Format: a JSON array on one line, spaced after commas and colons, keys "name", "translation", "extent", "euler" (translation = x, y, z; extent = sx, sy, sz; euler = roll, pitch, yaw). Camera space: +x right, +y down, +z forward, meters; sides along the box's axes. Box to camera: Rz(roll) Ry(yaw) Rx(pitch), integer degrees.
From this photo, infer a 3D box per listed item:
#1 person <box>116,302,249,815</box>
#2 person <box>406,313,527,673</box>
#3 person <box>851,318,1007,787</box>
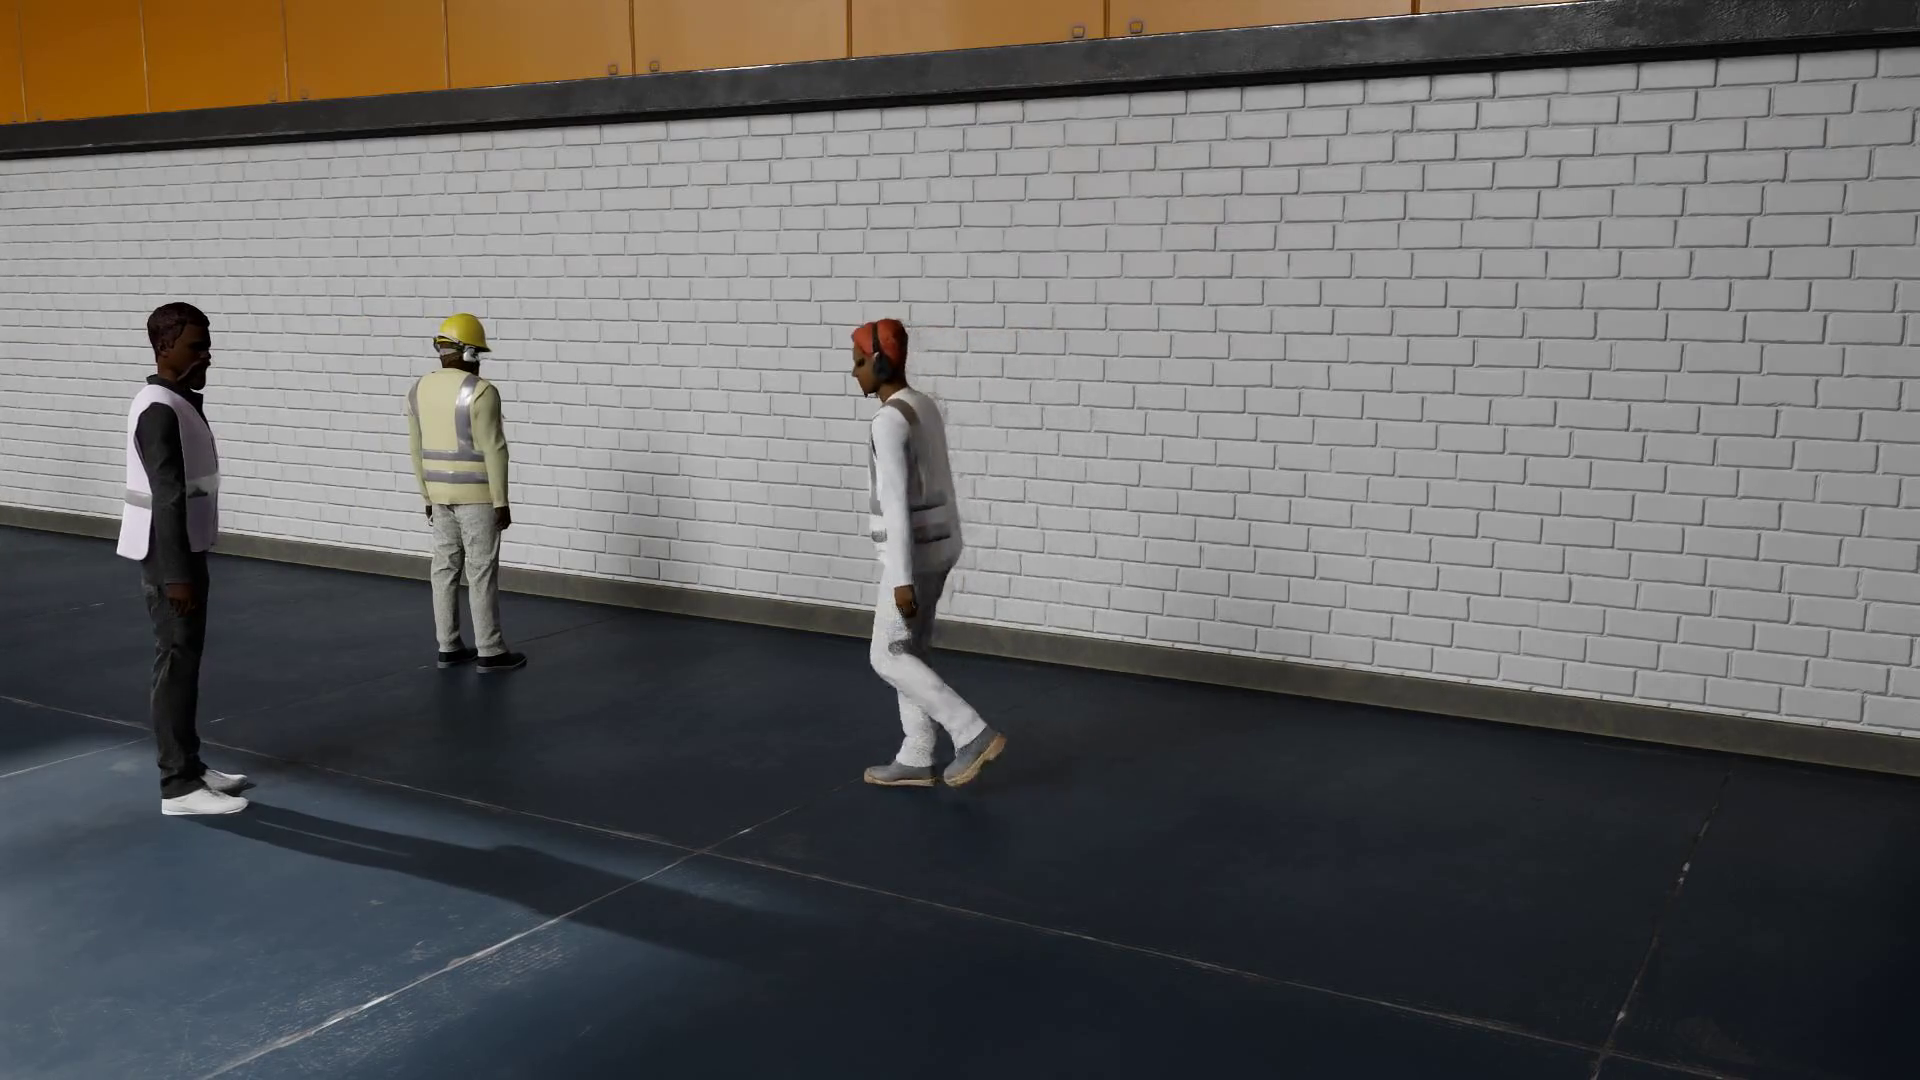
[{"name": "person", "translation": [-2.947, 0.071, 6.274], "extent": [0.398, 1.915, 0.590], "euler": [-3, 10, -20]}, {"name": "person", "translation": [-2.506, -0.234, 8.460], "extent": [0.588, 1.823, 0.403], "euler": [5, 10, 27]}, {"name": "person", "translation": [-0.148, 0.077, 6.422], "extent": [0.540, 1.863, 0.582], "euler": [3, 9, 15]}]
